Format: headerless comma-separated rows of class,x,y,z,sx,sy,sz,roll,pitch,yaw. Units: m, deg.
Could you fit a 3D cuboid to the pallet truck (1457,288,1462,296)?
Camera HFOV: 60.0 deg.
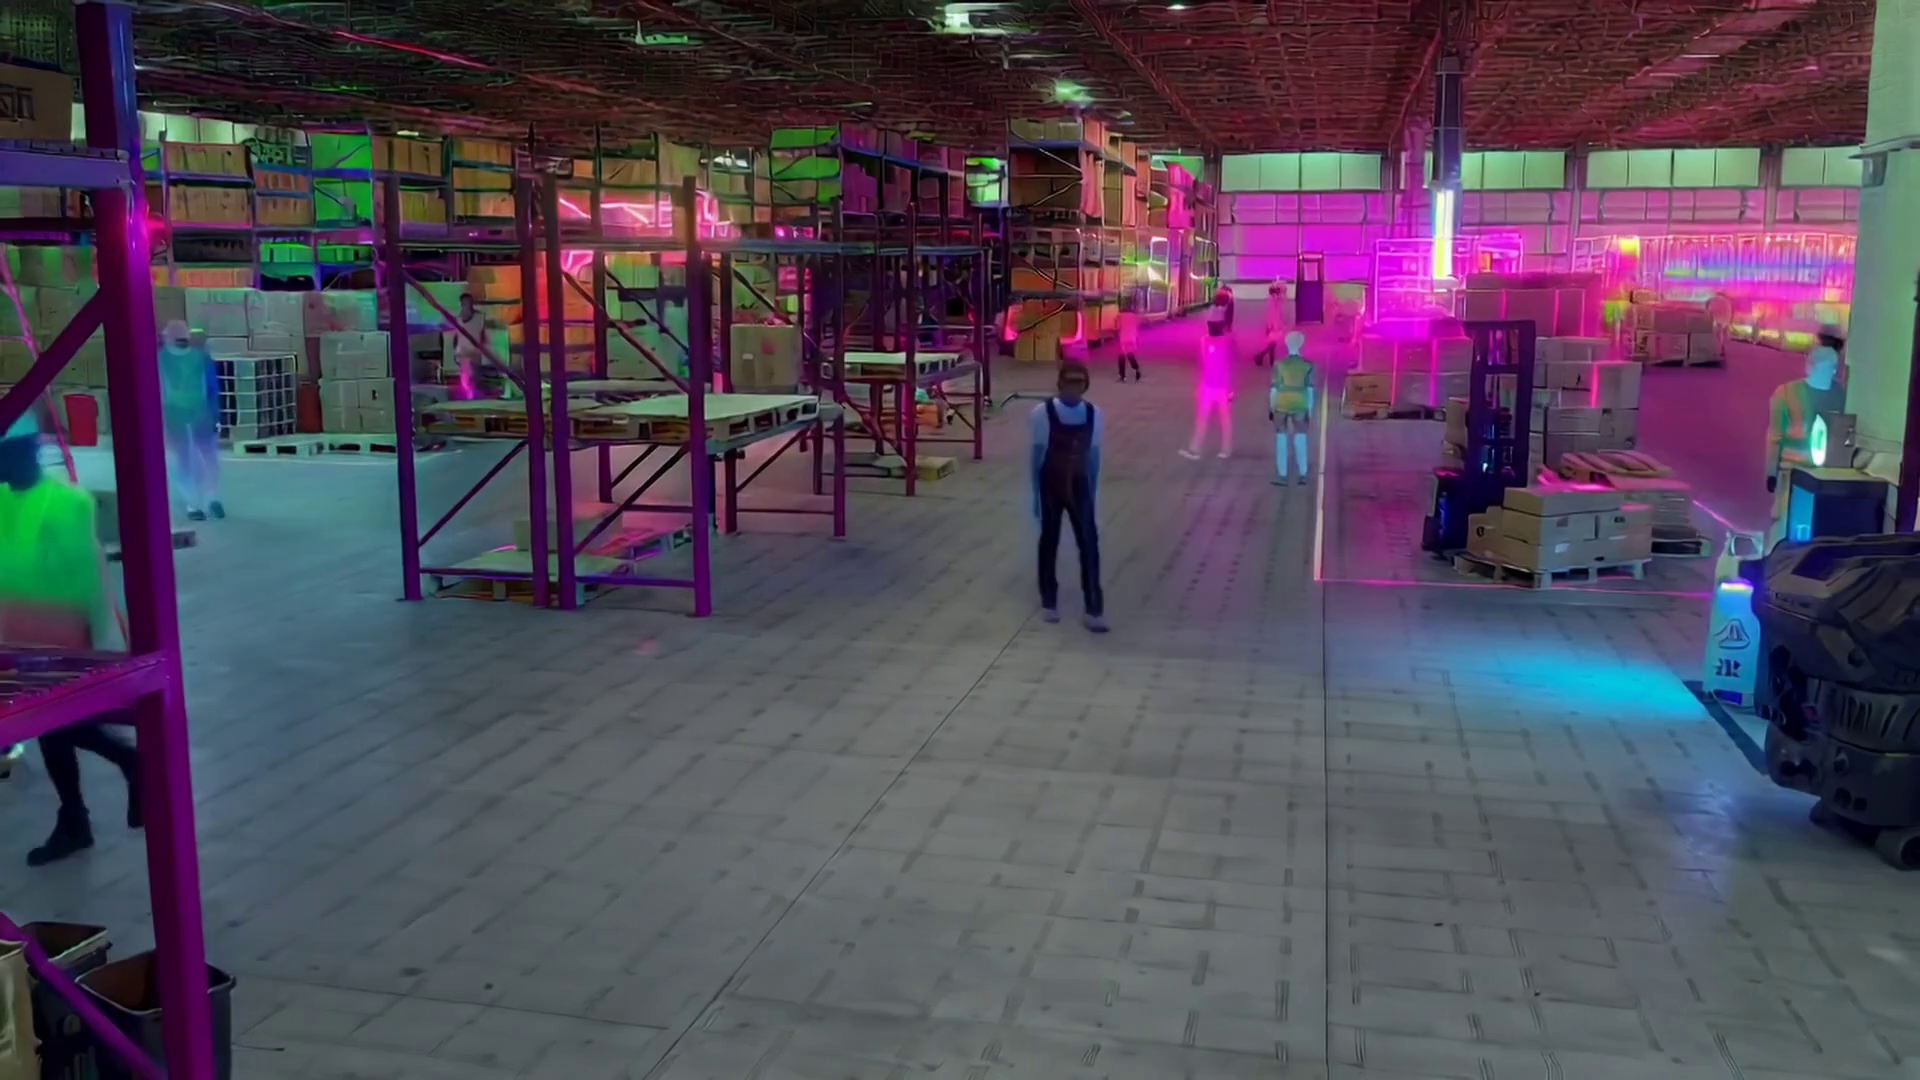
pallet truck,20.506,-9.785,68.819,0.653,1.274,1.630,2,10,12

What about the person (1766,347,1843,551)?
person,6.252,-0.497,12.229,0.622,1.842,0.429,1,10,7

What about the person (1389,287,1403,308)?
person,10.344,-5.052,39.233,0.920,1.831,0.518,6,11,31

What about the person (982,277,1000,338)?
person,0.976,-7.342,52.567,0.651,1.904,0.403,-5,11,-28

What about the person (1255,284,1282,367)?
person,6.992,-4.806,37.513,0.699,1.924,0.562,-4,11,-24

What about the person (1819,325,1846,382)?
person,9.826,-1.547,18.765,0.781,1.736,0.534,0,10,-1

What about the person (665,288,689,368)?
person,-5.246,-3.786,31.460,0.635,1.911,0.996,-8,13,-41

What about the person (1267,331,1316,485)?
person,3.630,-1.442,18.246,0.541,1.695,0.316,-2,10,-10

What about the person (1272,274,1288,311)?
person,12.790,-9.722,66.693,0.637,1.905,0.775,3,10,19

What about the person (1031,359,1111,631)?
person,0.727,-0.286,11.070,0.536,1.811,0.858,-3,10,-15

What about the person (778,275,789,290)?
person,-7.682,-10.779,72.977,0.567,1.882,0.978,0,10,1

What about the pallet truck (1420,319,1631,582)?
pallet truck,4.543,-0.757,13.299,0.823,1.965,1.885,-4,10,-22

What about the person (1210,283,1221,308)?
person,9.383,-8.634,61.060,0.501,1.617,0.586,5,11,26

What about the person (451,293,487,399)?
person,-8.046,-3.076,27.263,0.596,1.918,0.384,1,10,7

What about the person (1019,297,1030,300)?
person,2.161,-7.466,53.920,0.535,1.697,0.318,-5,11,-27

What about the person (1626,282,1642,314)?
person,23.739,-8.255,58.648,0.564,1.666,0.537,0,10,-1

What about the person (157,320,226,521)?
person,-7.275,-1.107,15.650,0.655,1.907,0.513,-6,11,-32

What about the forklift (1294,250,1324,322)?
forklift,13.778,-10.002,65.433,1.129,2.768,1.873,2,10,12

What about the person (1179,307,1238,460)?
person,3.101,-1.905,20.424,0.618,1.876,0.960,8,13,41

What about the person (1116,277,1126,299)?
person,8.234,-12.949,85.806,0.604,1.882,1.015,0,10,1

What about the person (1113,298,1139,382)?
person,3.377,-4.027,33.574,0.538,1.689,0.447,-4,10,-23

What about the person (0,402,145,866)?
person,-3.762,0.368,6.922,0.543,1.905,0.537,4,10,21

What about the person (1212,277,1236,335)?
person,6.683,-5.696,42.416,0.536,2.000,0.688,9,13,42

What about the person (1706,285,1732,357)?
person,19.106,-5.500,41.903,0.616,1.819,0.429,2,10,12

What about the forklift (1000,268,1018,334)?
forklift,2.009,-8.245,55.032,1.129,2.768,1.873,2,10,12

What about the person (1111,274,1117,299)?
person,8.152,-13.246,87.879,0.650,1.789,0.981,0,10,3
